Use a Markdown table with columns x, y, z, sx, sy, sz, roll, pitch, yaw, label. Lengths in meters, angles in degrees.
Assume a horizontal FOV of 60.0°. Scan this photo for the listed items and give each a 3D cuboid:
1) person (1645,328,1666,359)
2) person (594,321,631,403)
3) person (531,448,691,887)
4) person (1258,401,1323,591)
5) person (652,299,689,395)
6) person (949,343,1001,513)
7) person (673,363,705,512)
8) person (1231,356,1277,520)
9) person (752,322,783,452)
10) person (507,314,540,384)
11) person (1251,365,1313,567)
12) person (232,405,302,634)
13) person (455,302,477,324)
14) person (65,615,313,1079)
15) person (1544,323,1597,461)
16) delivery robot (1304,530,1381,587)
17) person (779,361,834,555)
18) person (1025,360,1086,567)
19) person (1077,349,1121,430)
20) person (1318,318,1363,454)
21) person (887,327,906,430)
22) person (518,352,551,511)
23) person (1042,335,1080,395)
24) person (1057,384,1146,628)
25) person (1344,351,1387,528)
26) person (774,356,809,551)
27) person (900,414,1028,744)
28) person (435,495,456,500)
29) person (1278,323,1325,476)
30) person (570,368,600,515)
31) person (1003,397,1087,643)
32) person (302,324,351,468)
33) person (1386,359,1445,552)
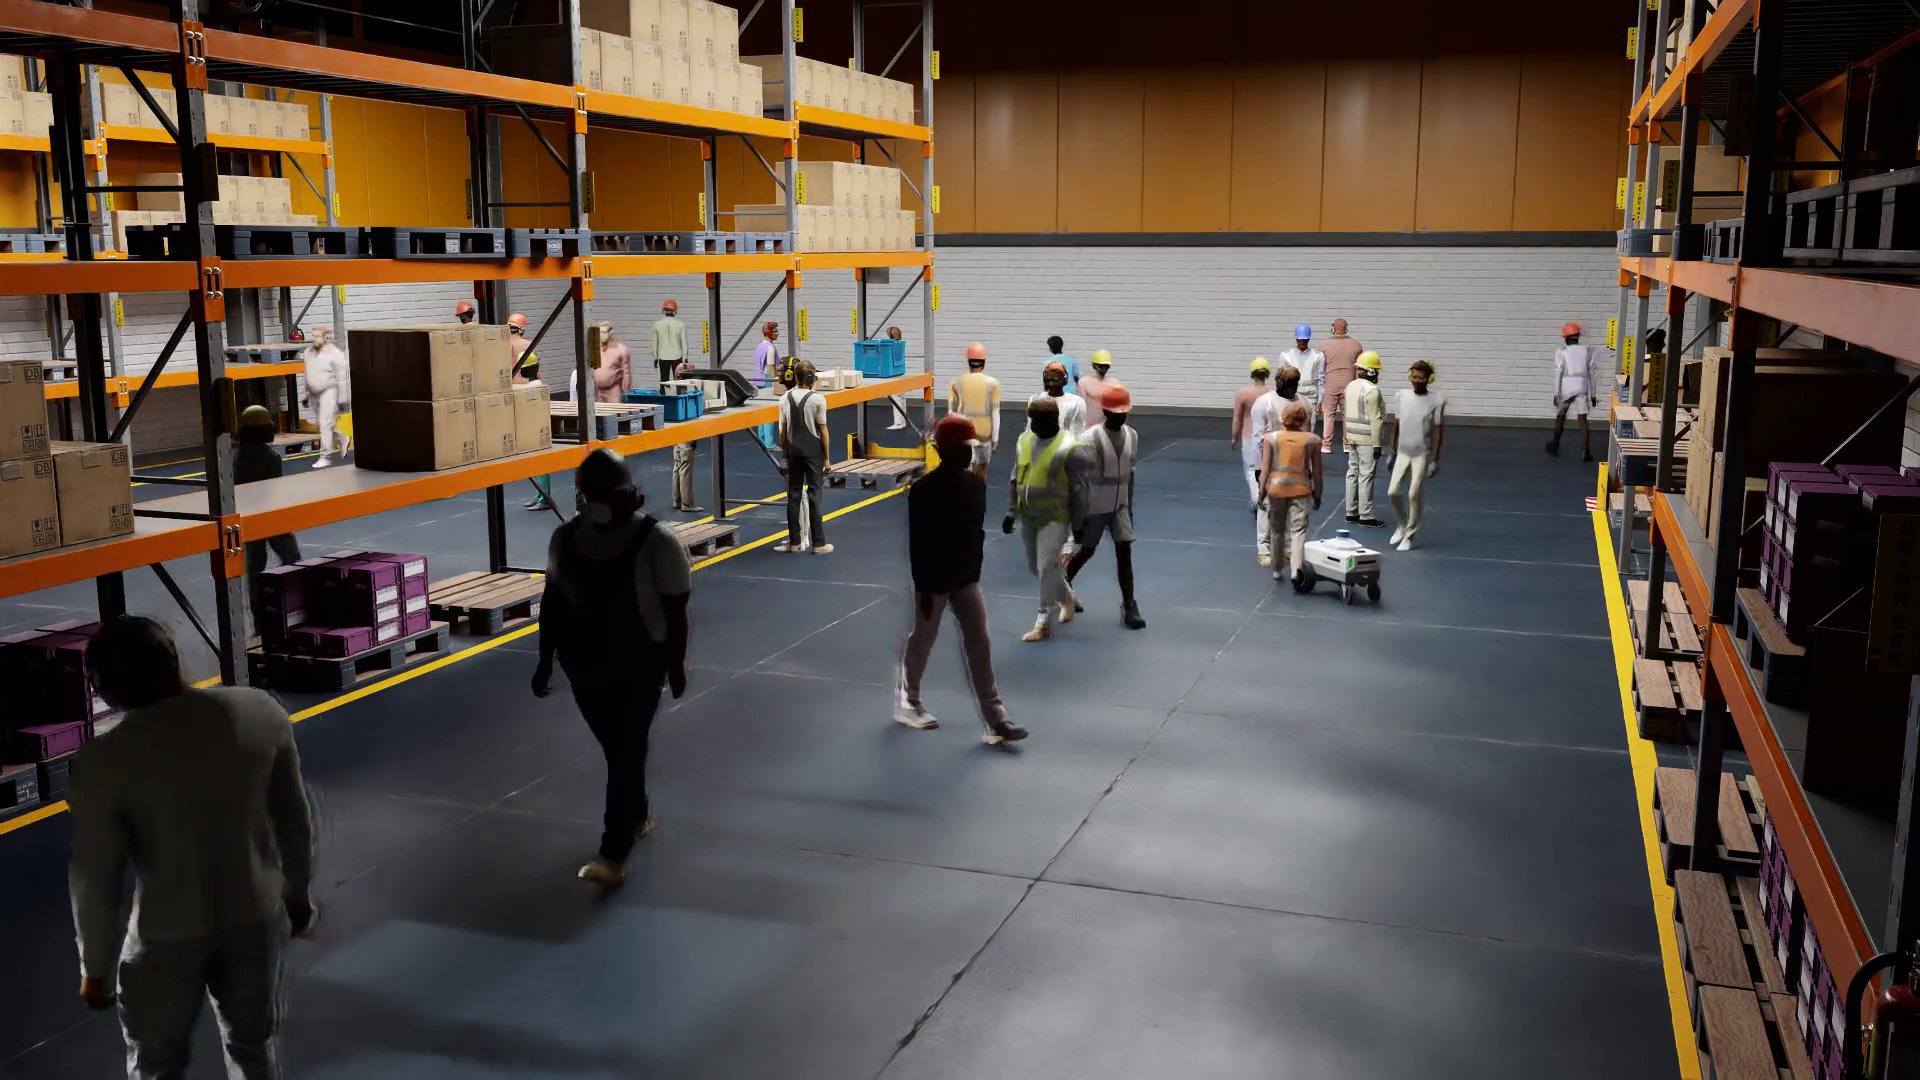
| x | y | z | sx | sy | sz | roll | pitch | yaw | label |
| --- | --- | --- | --- | --- | --- | --- | --- | --- | --- |
| 8.070 | -1.510 | 19.533 | 0.373 | 1.966 | 0.607 | -3 | 11 | -18 | person |
| -4.826 | -2.039 | 22.726 | 0.648 | 1.891 | 0.514 | 1 | 10 | 6 | person |
| -1.676 | 0.550 | 7.721 | 0.690 | 2.000 | 0.981 | 4 | 11 | 22 | person |
| 2.826 | -0.384 | 14.237 | 0.539 | 1.597 | 0.824 | 3 | 10 | 14 | person |
| -4.986 | -3.154 | 28.710 | 0.622 | 1.992 | 0.396 | 1 | 10 | 3 | person |
| 0.153 | -1.149 | 17.760 | 0.561 | 1.889 | 1.026 | 1 | 10 | 4 | person |
| -3.024 | -1.131 | 18.320 | 0.310 | 1.638 | 0.522 | -5 | 11 | -28 | person |
| 3.215 | -1.101 | 17.870 | 0.528 | 1.733 | 0.817 | -1 | 10 | -4 | person |
| -2.728 | -2.164 | 23.562 | 0.396 | 1.843 | 0.565 | -4 | 11 | -22 | person |
| -6.015 | -2.084 | 22.685 | 0.623 | 1.992 | 0.396 | 2 | 10 | 10 | person |
| 2.960 | -0.677 | 15.197 | 0.627 | 1.843 | 0.429 | -4 | 11 | -21 | person |
| -5.236 | -0.151 | 12.521 | 0.517 | 1.726 | 0.381 | 4 | 11 | 20 | person |
| -7.730 | -2.727 | 26.198 | 0.386 | 2.034 | 0.604 | 4 | 11 | 20 | person |
| -2.183 | 1.142 | 4.806 | 0.690 | 1.903 | 0.418 | -10 | 14 | -43 | person |
| 8.427 | -2.024 | 22.775 | 0.608 | 1.863 | 1.065 | 1 | 10 | 3 | person |
| 3.179 | 0.158 | 13.841 | 0.477 | 0.478 | 0.707 | -4 | 11 | -22 | delivery robot |
| -1.459 | -0.774 | 15.747 | 0.504 | 1.839 | 0.344 | 4 | 11 | 22 | person |
| 0.857 | -0.692 | 15.158 | 0.574 | 1.884 | 0.356 | 4 | 11 | 21 | person |
| 1.585 | -1.287 | 18.867 | 0.555 | 1.751 | 0.410 | -2 | 10 | -13 | person |
| 5.301 | -2.153 | 23.325 | 0.643 | 1.908 | 0.411 | 0 | 10 | -3 | person |
| -1.012 | -2.568 | 26.424 | 0.315 | 1.636 | 0.515 | 3 | 11 | 16 | person |
| -4.716 | -1.201 | 18.381 | 0.327 | 1.761 | 0.524 | -3 | 11 | -17 | person |
| 1.435 | -2.015 | 23.192 | 0.590 | 1.668 | 0.483 | -2 | 10 | -12 | person |
| 1.107 | -0.293 | 12.950 | 0.594 | 1.886 | 0.991 | -6 | 12 | -30 | person |
| 4.221 | -1.046 | 17.291 | 0.404 | 1.835 | 0.590 | -3 | 11 | -17 | person |
| -1.616 | -0.823 | 15.926 | 0.327 | 1.876 | 0.516 | 2 | 10 | 9 | person |
| -0.029 | 0.230 | 9.808 | 0.645 | 1.938 | 1.011 | -9 | 13 | -41 | person |
| -6.068 | -1.278 | 19.029 | 0.444 | 1.683 | 0.539 | -7 | 12 | -35 | person |
| 4.318 | -1.777 | 21.120 | 0.610 | 1.938 | 0.410 | 2 | 10 | 11 | person |
| -4.024 | -1.190 | 17.867 | 0.375 | 1.917 | 0.598 | -3 | 11 | -17 | person |
| 0.690 | -0.183 | 12.541 | 0.638 | 1.812 | 0.807 | 10 | 14 | 43 | person |
| -8.399 | -1.923 | 22.085 | 0.649 | 1.885 | 0.751 | 5 | 11 | 26 | person |
| 4.317 | -0.799 | 15.856 | 0.550 | 1.846 | 0.394 | 7 | 12 | 34 | person |
